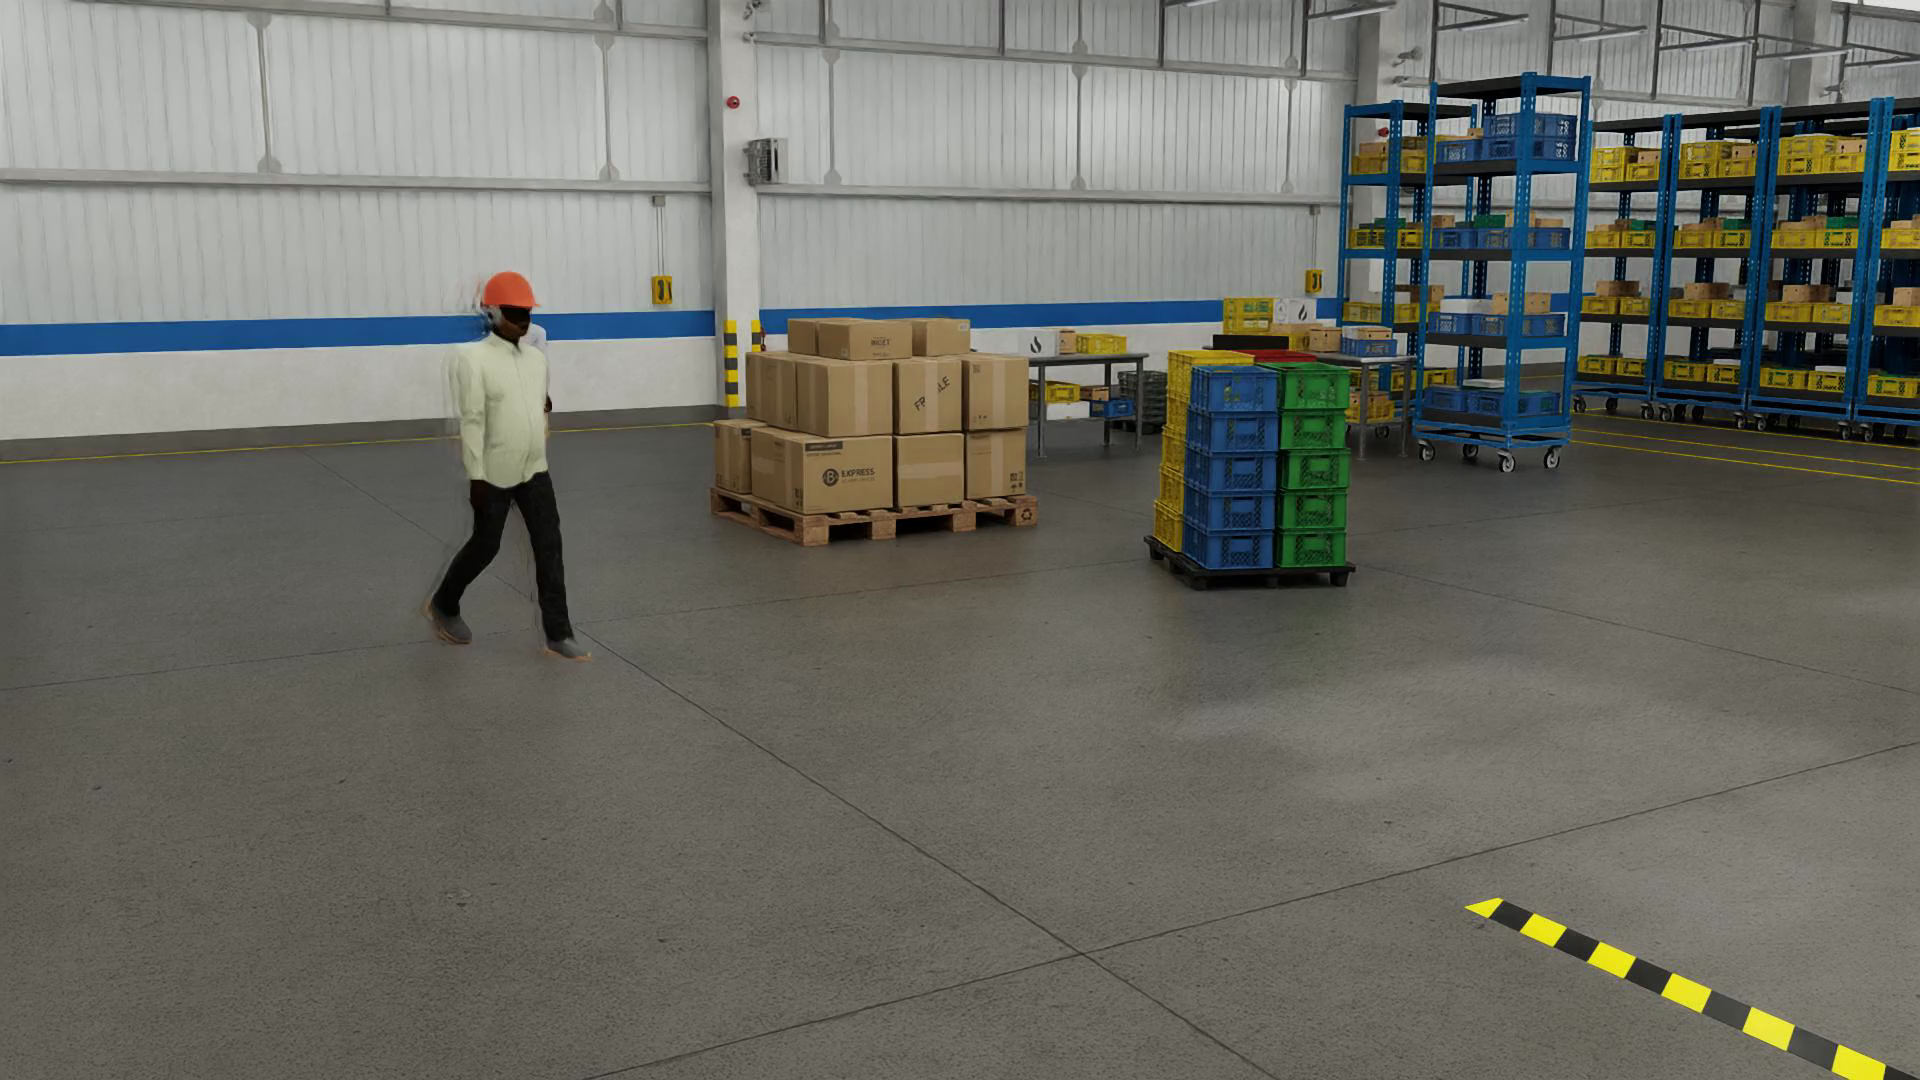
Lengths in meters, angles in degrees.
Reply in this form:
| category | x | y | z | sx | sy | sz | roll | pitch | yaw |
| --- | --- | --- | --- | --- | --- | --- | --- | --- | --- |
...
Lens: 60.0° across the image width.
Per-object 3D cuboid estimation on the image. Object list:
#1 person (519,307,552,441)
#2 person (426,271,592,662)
| category | x | y | z | sx | sy | sz | roll | pitch | yaw |
| --- | --- | --- | --- | --- | --- | --- | --- | --- | --- |
| person | -3.701 | -1.258 | 14.003 | 0.594 | 1.742 | 0.478 | 4 | 11 | 24 |
| person | -2.334 | -0.373 | 8.412 | 0.962 | 1.967 | 0.620 | 6 | 12 | 31 |
